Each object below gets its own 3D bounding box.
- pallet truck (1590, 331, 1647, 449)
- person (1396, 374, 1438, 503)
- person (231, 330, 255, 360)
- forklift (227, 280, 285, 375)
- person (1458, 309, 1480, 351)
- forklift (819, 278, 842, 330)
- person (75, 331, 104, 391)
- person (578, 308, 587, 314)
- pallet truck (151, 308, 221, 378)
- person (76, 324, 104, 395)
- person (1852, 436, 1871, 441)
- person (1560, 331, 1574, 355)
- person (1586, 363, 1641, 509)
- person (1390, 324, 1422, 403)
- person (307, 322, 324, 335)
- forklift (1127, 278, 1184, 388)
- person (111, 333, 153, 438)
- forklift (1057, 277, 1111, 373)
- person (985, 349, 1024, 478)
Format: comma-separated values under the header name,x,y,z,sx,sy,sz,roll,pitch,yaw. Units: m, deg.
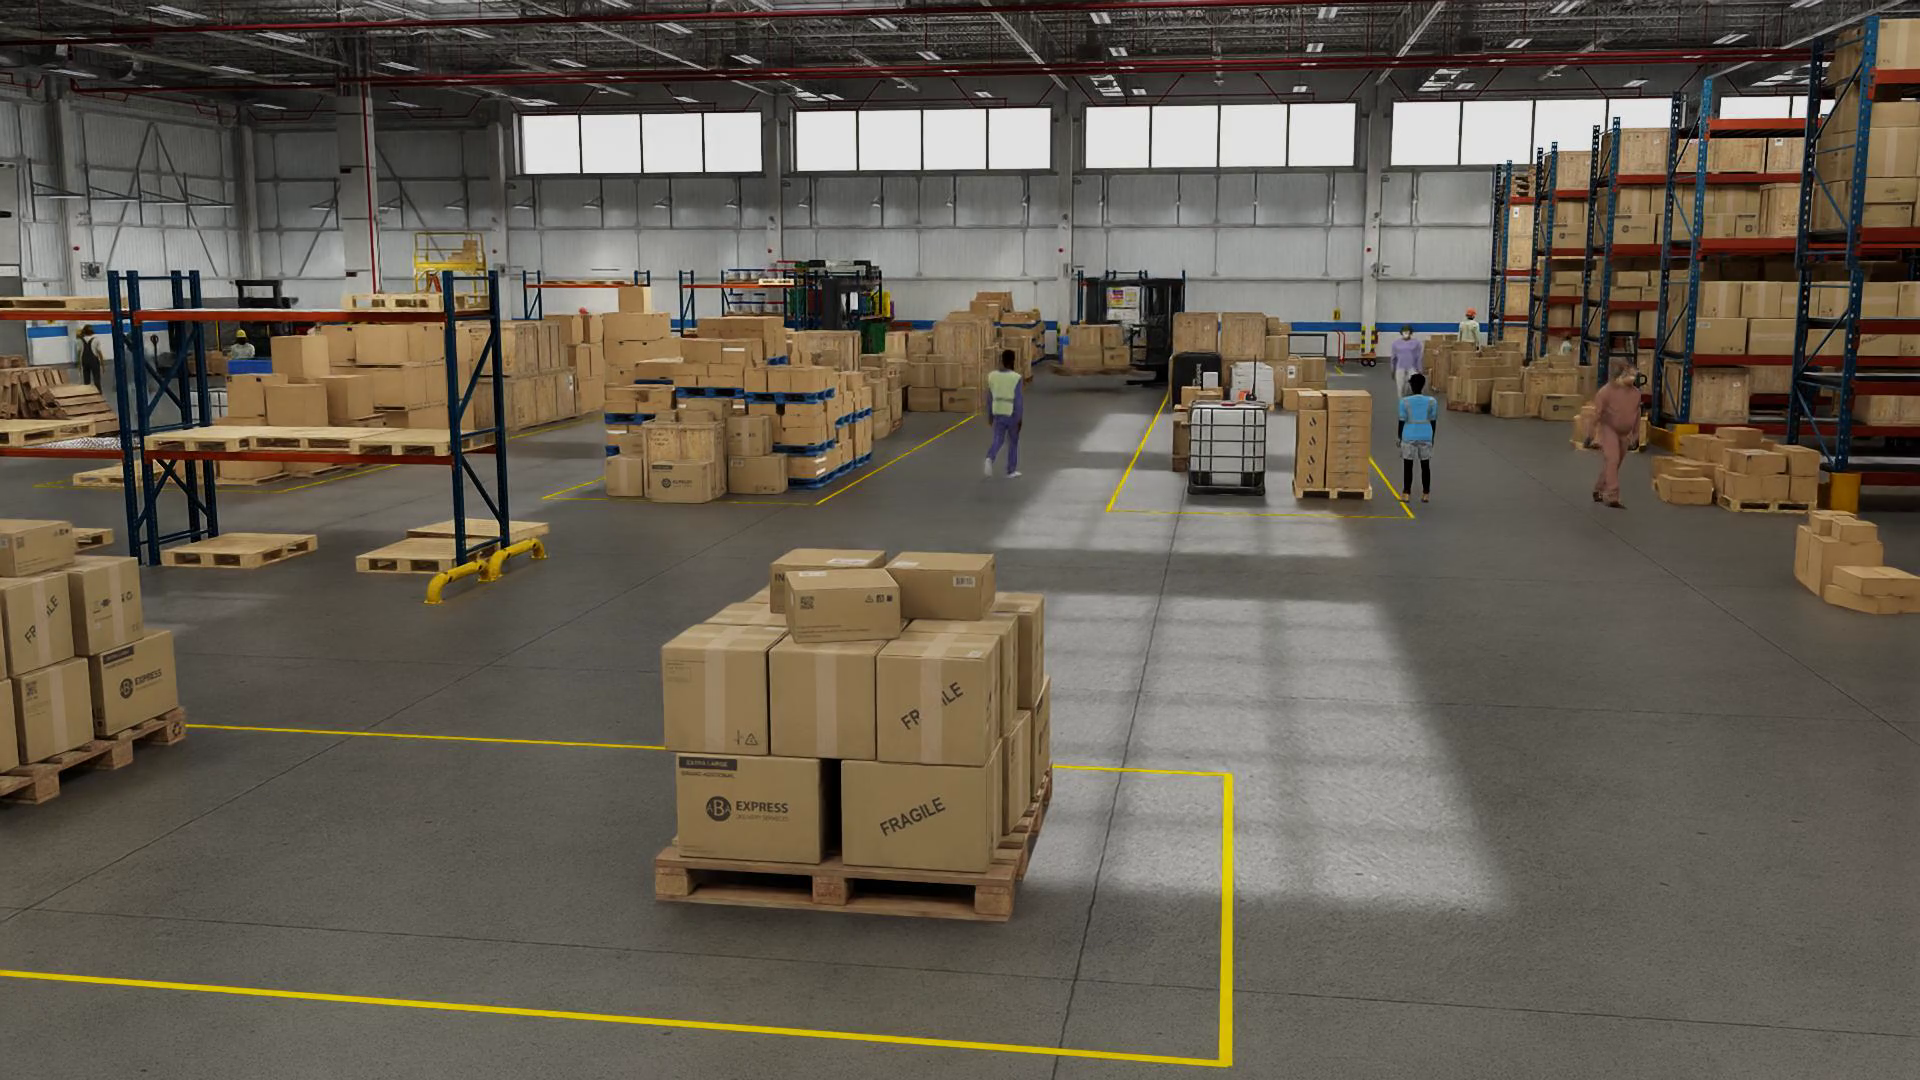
name,x,y,z,sx,sy,sz,roll,pitch,yaw
pallet truck,11.253,-2.573,28.499,0.823,1.965,1.885,5,10,27
person,5.959,-1.322,21.719,0.531,1.693,0.320,0,9,-1
person,-15.722,-3.741,36.520,0.480,1.733,0.332,-3,10,-18
forklift,-15.509,-4.389,36.986,1.129,2.768,1.873,-1,9,-5
person,13.892,-5.305,45.357,0.618,1.994,0.380,8,12,42
forklift,-3.270,-5.243,42.251,1.873,2.768,1.129,1,9,9
person,-21.315,-4.343,40.653,0.880,1.579,0.526,2,9,13
person,-11.554,-6.203,51.215,0.548,1.905,0.907,1,9,7
pallet truck,-21.869,-5.598,47.154,0.823,1.965,1.885,4,10,26
person,-19.363,-3.883,37.051,0.516,1.842,0.324,-2,9,-14
person,16.363,-2.721,29.560,0.731,1.951,0.627,2,9,11
person,14.354,-4.101,39.129,0.845,1.594,0.534,3,10,17
person,8.448,-1.355,21.512,0.709,1.868,0.913,-2,10,-14
person,9.300,-3.549,34.746,0.647,1.920,0.450,3,10,16
person,-16.045,-4.683,41.829,0.639,1.903,0.961,1,9,3
forklift,5.439,-5.381,43.102,1.873,2.768,1.129,-3,10,-17
person,-15.065,-2.797,30.190,0.655,1.903,0.910,1,9,5
forklift,3.858,-6.337,48.997,1.873,2.768,1.129,1,9,9
person,0.642,-1.827,24.204,0.601,1.895,0.690,6,11,32
